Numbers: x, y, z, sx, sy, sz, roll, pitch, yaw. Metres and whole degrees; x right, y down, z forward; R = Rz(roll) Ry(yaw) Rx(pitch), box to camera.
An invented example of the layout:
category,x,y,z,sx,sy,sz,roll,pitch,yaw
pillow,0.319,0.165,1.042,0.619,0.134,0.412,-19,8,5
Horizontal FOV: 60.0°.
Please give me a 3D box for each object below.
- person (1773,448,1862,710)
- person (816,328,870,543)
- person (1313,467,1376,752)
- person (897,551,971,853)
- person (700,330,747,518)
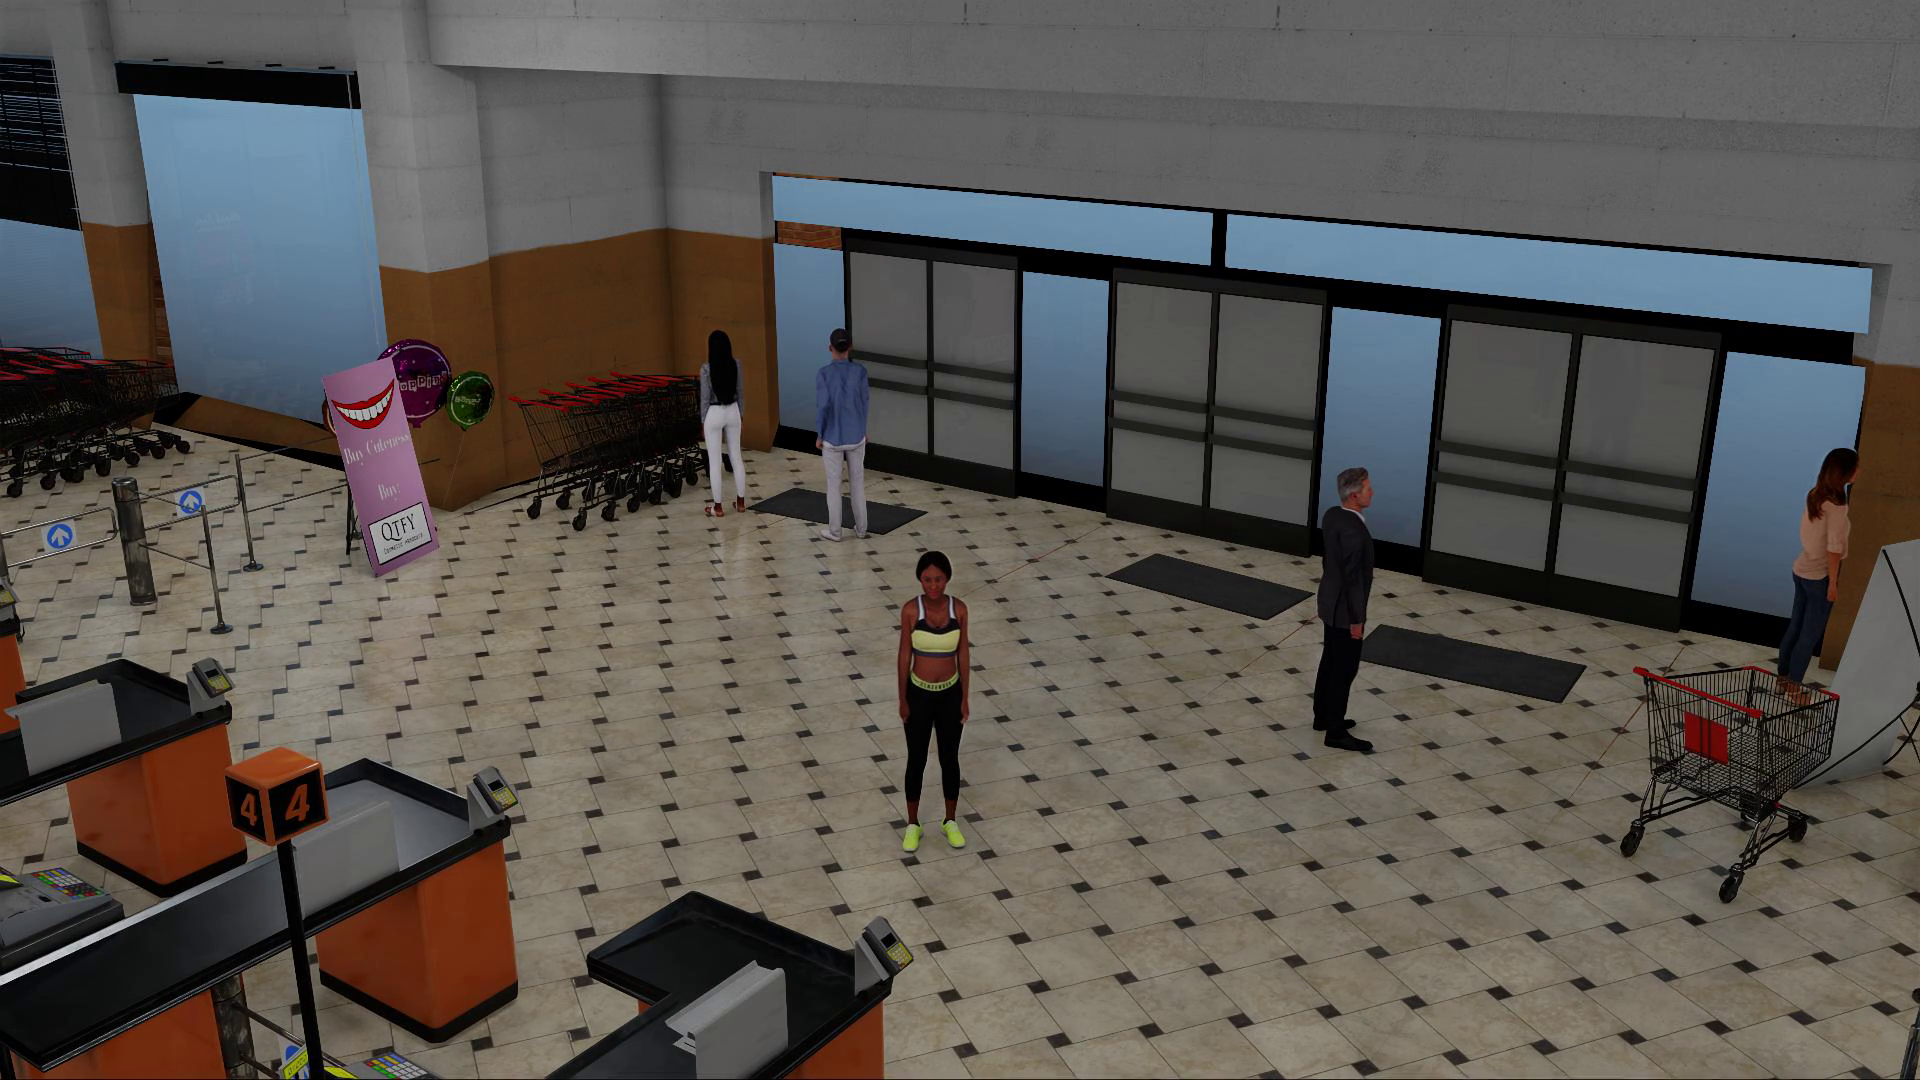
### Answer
category,x,y,z,sx,sy,sz,roll,pitch,yaw
person,5.752,0.241,11.181,0.736,1.790,0.622,2,19,5
person,-1.016,-0.914,14.453,0.693,1.887,0.803,-8,20,-22
person,2.455,0.412,10.591,0.868,1.842,0.778,-1,19,-3
person,-0.149,0.888,9.315,0.638,1.755,0.693,-3,19,-8
person,-2.166,-1.076,15.186,0.585,1.725,0.721,-12,22,-31
